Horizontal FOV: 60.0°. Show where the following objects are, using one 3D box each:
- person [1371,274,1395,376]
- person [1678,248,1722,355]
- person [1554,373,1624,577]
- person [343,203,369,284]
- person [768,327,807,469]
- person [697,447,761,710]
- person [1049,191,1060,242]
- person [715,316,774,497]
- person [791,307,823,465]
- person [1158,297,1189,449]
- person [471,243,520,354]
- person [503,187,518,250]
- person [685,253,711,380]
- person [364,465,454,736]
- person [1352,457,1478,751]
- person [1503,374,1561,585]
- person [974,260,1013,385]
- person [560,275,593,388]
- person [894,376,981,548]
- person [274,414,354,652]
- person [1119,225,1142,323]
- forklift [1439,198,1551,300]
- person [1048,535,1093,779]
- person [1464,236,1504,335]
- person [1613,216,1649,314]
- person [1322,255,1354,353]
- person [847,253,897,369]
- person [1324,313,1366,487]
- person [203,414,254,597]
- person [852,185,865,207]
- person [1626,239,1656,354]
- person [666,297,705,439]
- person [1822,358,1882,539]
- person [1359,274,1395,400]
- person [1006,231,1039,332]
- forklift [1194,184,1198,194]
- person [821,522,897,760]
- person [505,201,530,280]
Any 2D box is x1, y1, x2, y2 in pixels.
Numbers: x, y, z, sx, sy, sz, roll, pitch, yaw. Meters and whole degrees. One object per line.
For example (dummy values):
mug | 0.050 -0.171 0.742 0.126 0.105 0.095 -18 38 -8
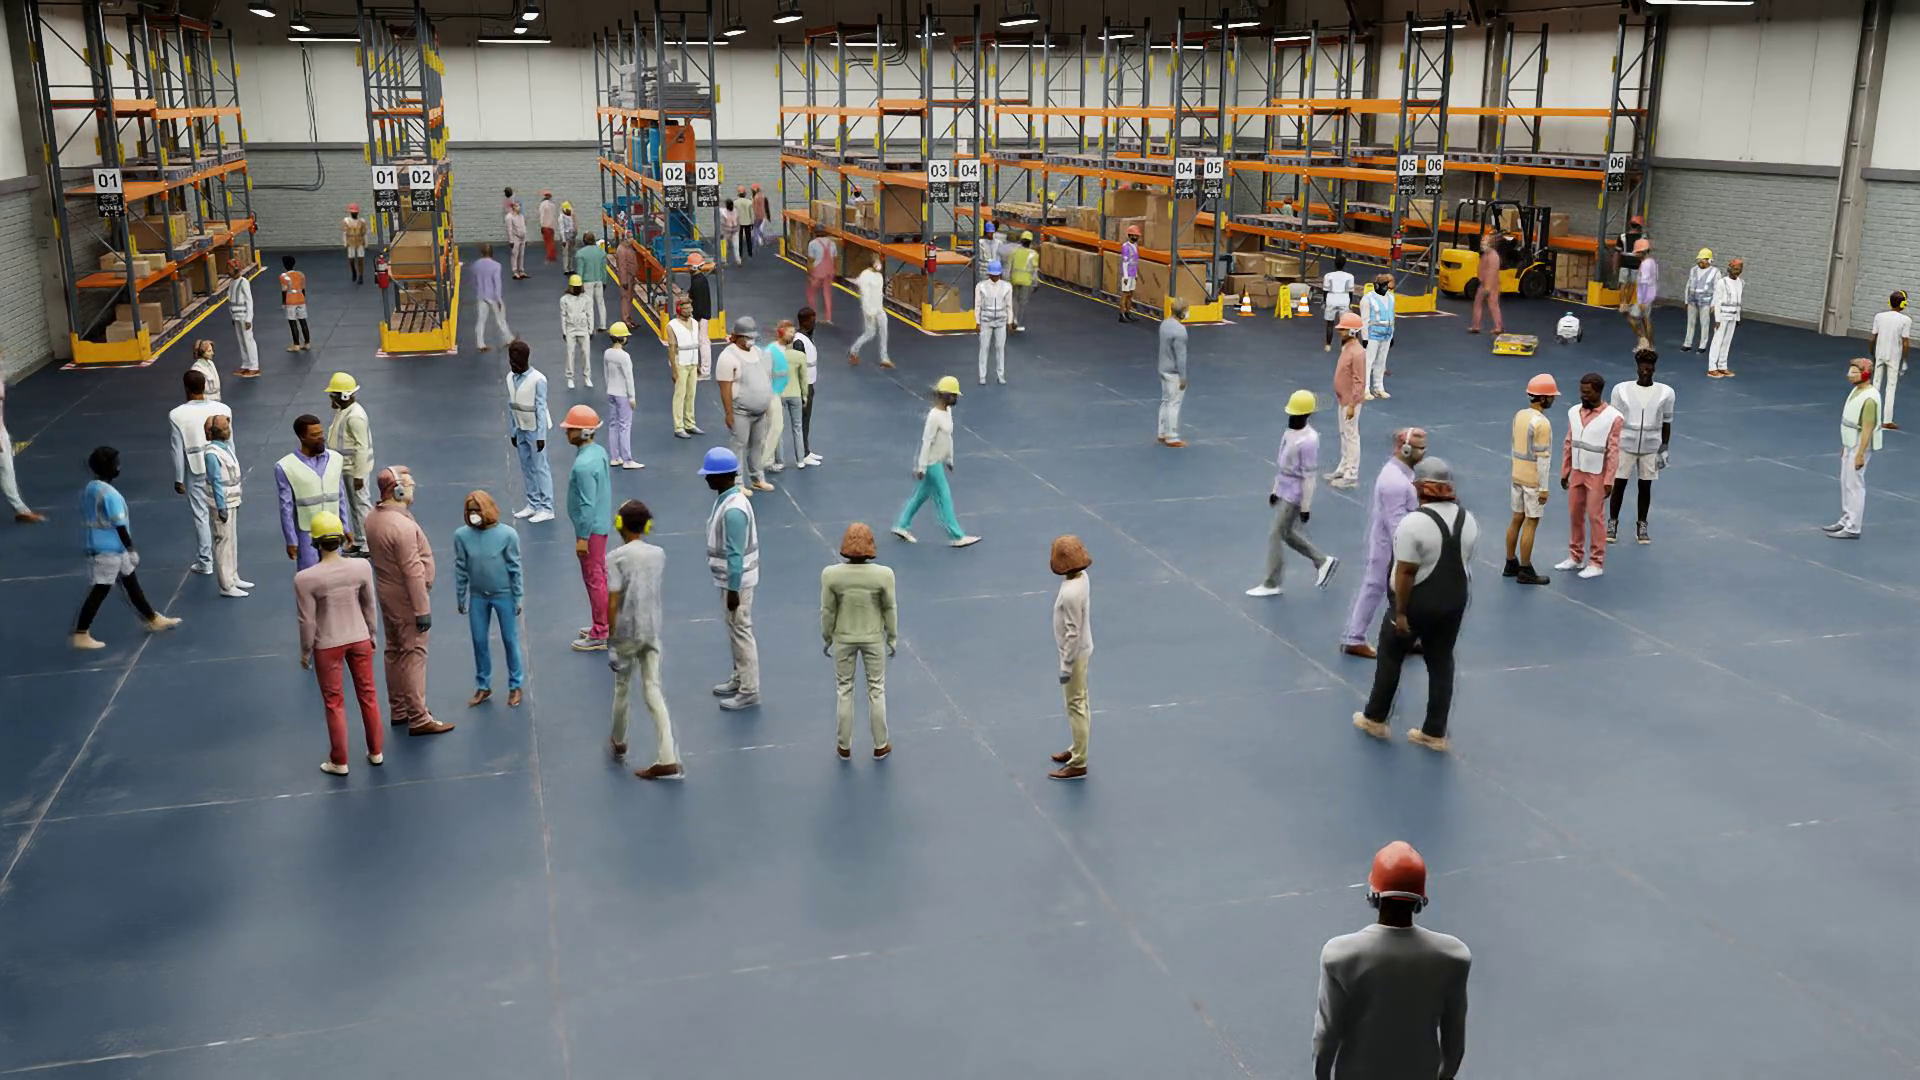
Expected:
person | 6.807 -3.463 26.770 0.281 1.628 0.503 -6 16 -21
person | 12.885 -4.153 28.958 0.403 1.835 0.588 -11 19 -36
person | 5.874 -0.618 15.523 0.399 1.908 0.599 -8 17 -28
person | -14.481 -7.101 39.881 0.584 1.923 0.395 -6 16 -21
person | -2.092 -1.711 19.916 0.536 1.763 0.348 -4 16 -16
person | -1.676 0.271 12.127 0.421 1.938 0.605 -4 15 -15
person | 2.789 -9.359 48.743 0.529 1.742 0.553 8 17 27
person | -2.371 -1.506 18.603 0.536 2.000 0.684 9 17 31
person | -1.893 -1.877 20.241 0.392 1.916 0.591 0 15 1
person | 2.714 -2.122 21.149 0.382 1.930 0.632 -3 15 -13
person | -8.219 -4.264 29.265 0.643 1.884 1.022 6 16 21
person | -13.268 -9.465 48.960 0.534 1.825 0.651 -11 18 -35
person | -4.125 -3.525 26.289 0.390 1.995 0.613 0 15 0
person | -3.858 0.418 11.615 0.410 1.913 0.643 -13 19 -39
person | 3.171 0.388 11.477 0.705 2.000 0.824 -6 16 -22
person | 5.253 -0.561 15.245 0.357 1.937 0.548 -3 15 -9
person | 0.522 -3.375 25.833 0.603 1.938 0.402 -2 15 -8
person | -5.886 -3.213 25.620 0.487 1.737 0.315 -6 16 -21
person | -0.262 -0.767 16.460 0.933 1.713 0.562 4 15 13
person | -5.200 -0.071 13.434 0.384 1.921 0.596 10 18 32
person | 3.403 -5.276 33.019 0.399 1.928 0.542 8 17 28
forklift | 11.913 -6.508 37.130 2.313 2.155 1.214 -4 15 -15
person | 0.724 0.758 10.865 0.284 1.633 0.498 3 15 10
person | 9.898 -4.772 31.243 0.836 1.863 0.665 -1 15 -2
person | 13.832 -5.672 34.353 0.672 2.007 0.686 7 17 26
person | 6.613 -4.125 29.118 0.540 1.696 0.317 3 15 10
person | -1.455 -3.769 27.363 0.786 1.911 0.632 9 17 29
person | 4.444 -1.606 19.064 0.379 1.996 0.609 0 15 1
person | -6.573 -0.312 14.877 0.310 1.642 0.514 -3 15 -12
person | -2.921 -9.156 47.589 0.356 1.937 0.552 6 16 22
person | 11.819 -4.185 28.755 0.563 1.998 0.756 8 17 27
person | -3.621 -2.270 21.851 0.376 1.844 0.571 8 17 27
person | 9.071 -0.920 16.789 0.388 1.838 0.574 4 15 15
person | 6.192 -3.004 24.624 0.626 1.844 0.429 -9 17 -31
person | 1.201 -4.944 31.797 0.636 1.900 0.486 6 16 20
forklift | 7.392 -11.333 53.972 1.873 2.768 1.129 -4 15 -15
person | -0.674 0.682 11.152 0.509 1.632 0.267 0 15 0
person | -10.891 -7.390 40.995 0.409 1.913 0.647 5 16 18
